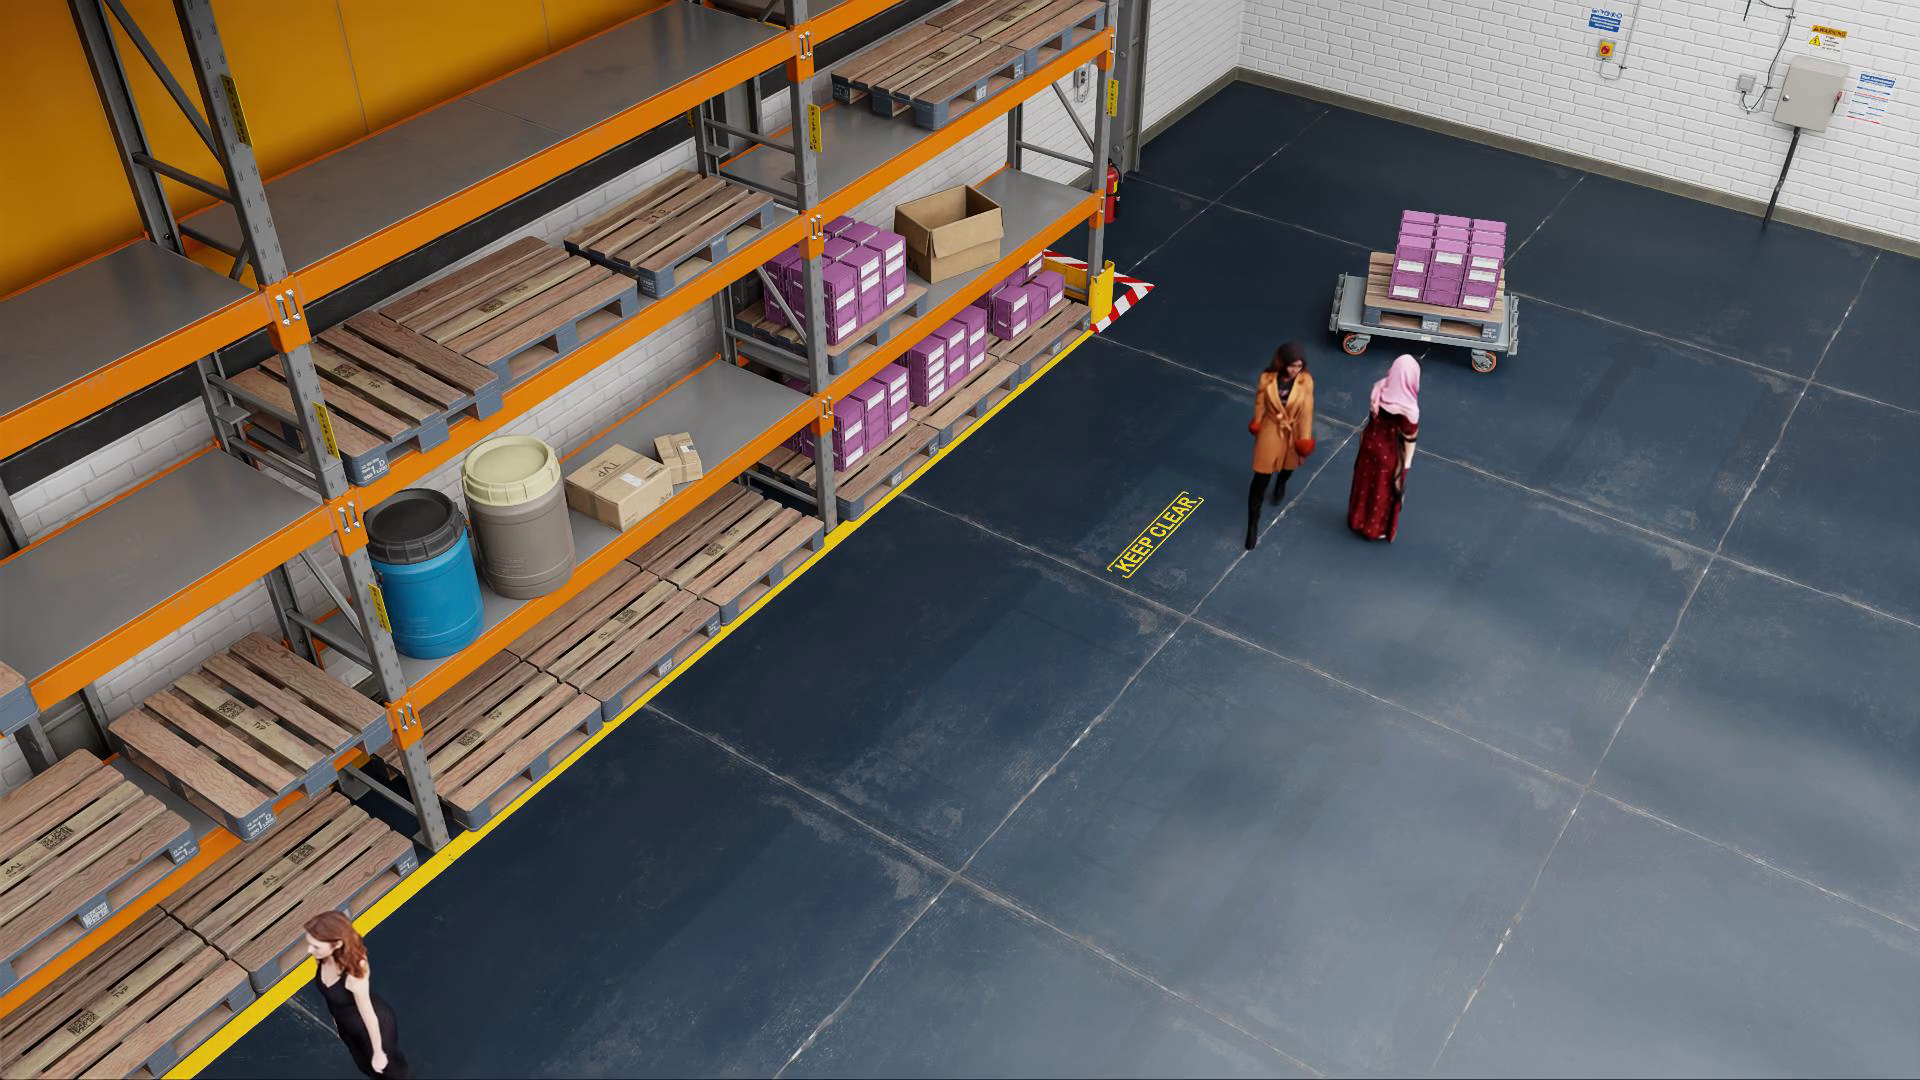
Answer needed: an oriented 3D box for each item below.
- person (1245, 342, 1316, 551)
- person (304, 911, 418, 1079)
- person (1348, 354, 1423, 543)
[{"bbox_3d":[2.462,-0.812,12.750,0.960,1.693,1.209,8,39,10],"label":"person"},{"bbox_3d":[-3.044,2.486,8.579,0.557,1.743,0.501,24,45,27],"label":"person"},{"bbox_3d":[3.238,-0.706,12.664,0.762,1.633,0.766,-20,43,-23],"label":"person"}]
